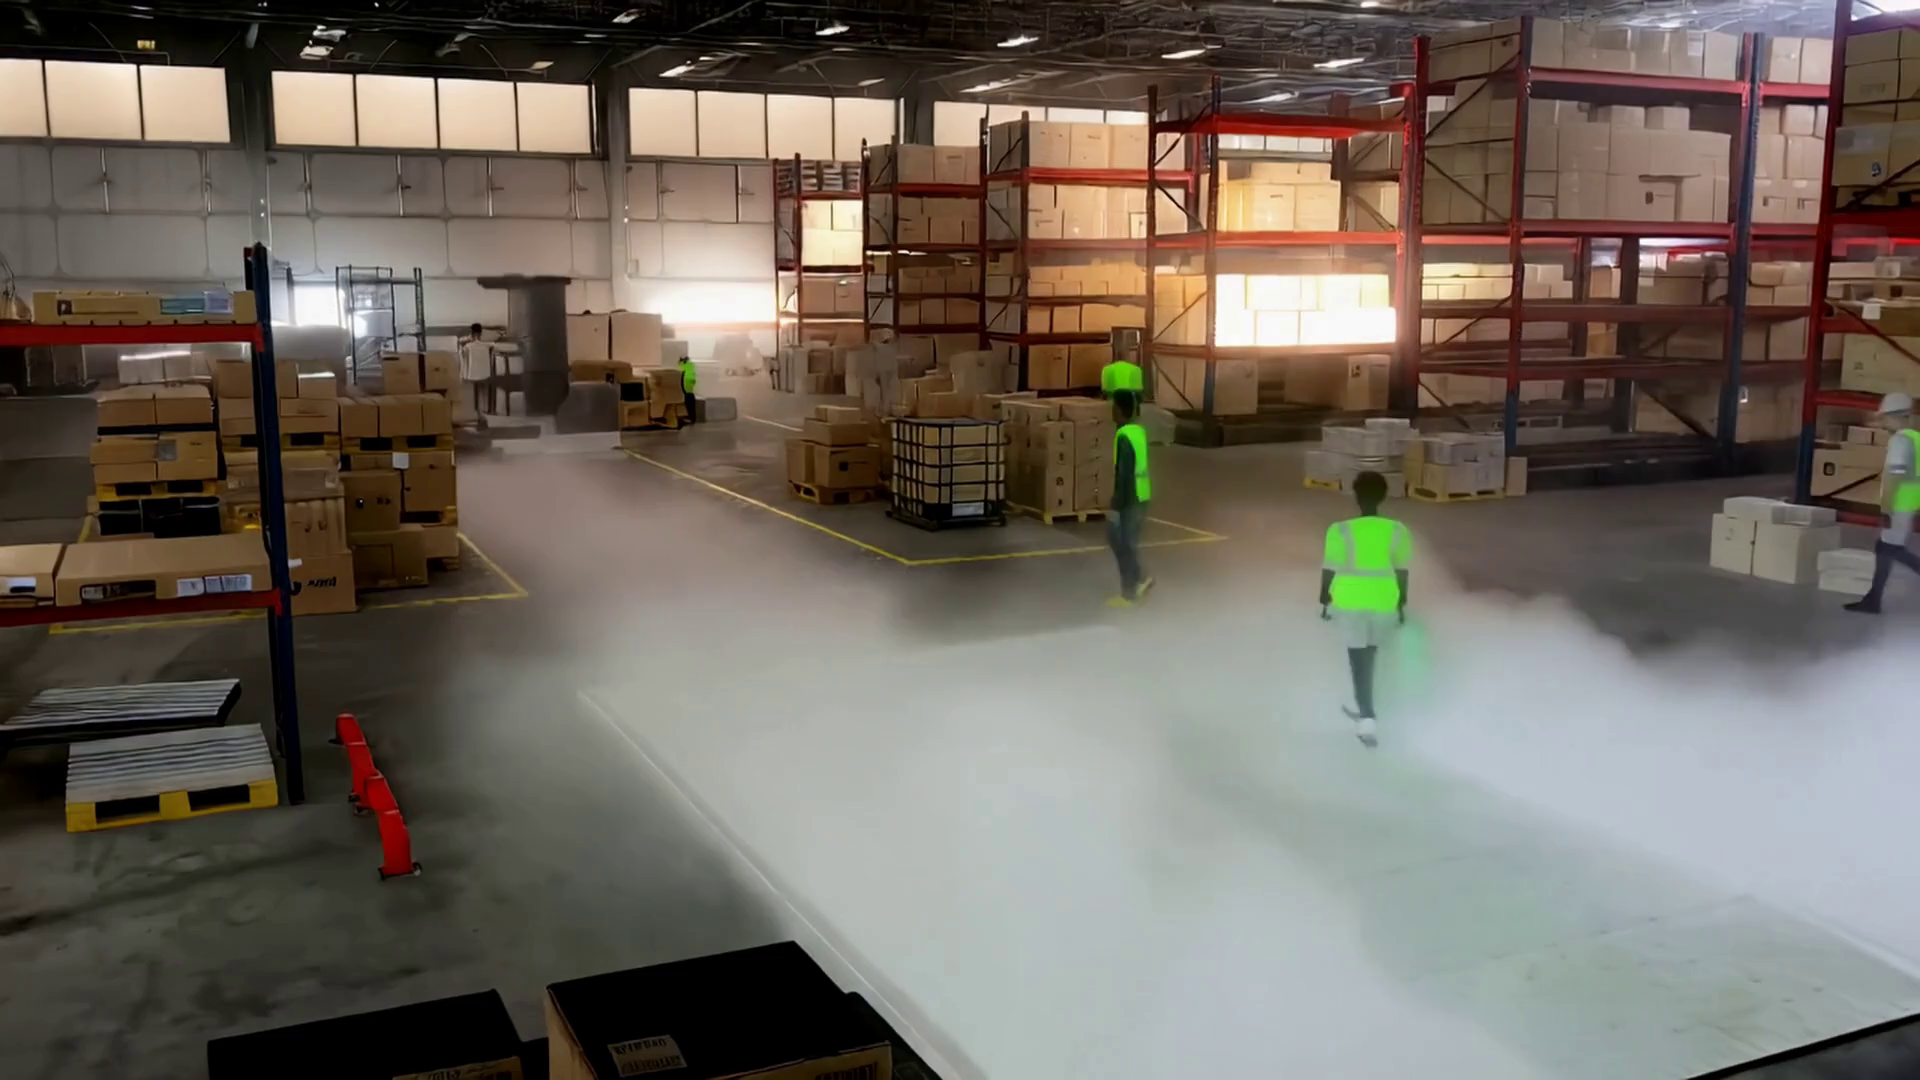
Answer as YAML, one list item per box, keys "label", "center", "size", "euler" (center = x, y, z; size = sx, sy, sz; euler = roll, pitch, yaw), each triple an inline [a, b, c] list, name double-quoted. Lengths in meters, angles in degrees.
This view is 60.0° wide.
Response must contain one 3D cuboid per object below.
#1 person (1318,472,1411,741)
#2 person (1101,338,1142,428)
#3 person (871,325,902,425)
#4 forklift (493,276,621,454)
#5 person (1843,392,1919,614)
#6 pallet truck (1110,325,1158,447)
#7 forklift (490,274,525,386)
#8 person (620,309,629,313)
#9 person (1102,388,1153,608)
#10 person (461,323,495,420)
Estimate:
- label: "person"
  center: [2.532, 0.400, 10.405]
  size: [0.543, 1.654, 0.862]
  euler: [-1, 9, -5]
- label: "person"
  center: [2.290, -1.900, 23.747]
  size: [0.602, 1.939, 0.795]
  euler: [0, 9, -1]
- label: "person"
  center: [-1.343, -3.102, 31.434]
  size: [0.641, 1.885, 0.668]
  euler: [-5, 10, -28]
- label: "forklift"
  center: [-6.530, -2.852, 26.782]
  size: [1.873, 2.768, 1.129]
  euler: [-4, 10, -25]
- label: "person"
  center: [7.971, -0.282, 13.928]
  size: [0.807, 1.892, 0.607]
  euler: [7, 11, 37]
- label: "pallet truck"
  center: [2.881, -2.596, 27.923]
  size: [0.823, 1.965, 1.885]
  euler: [-1, 9, -7]
- label: "forklift"
  center: [-11.316, -5.371, 42.413]
  size: [1.873, 2.768, 1.129]
  euler: [-4, 10, -25]
- label: "person"
  center: [-9.013, -5.280, 44.829]
  size: [0.475, 1.909, 0.646]
  euler: [7, 11, 35]
- label: "person"
  center: [1.418, -0.345, 14.258]
  size: [0.449, 1.907, 0.595]
  euler: [2, 9, 10]
- label: "person"
  center: [-8.834, -2.997, 30.503]
  size: [0.626, 1.968, 0.772]
  euler: [-1, 9, -5]
